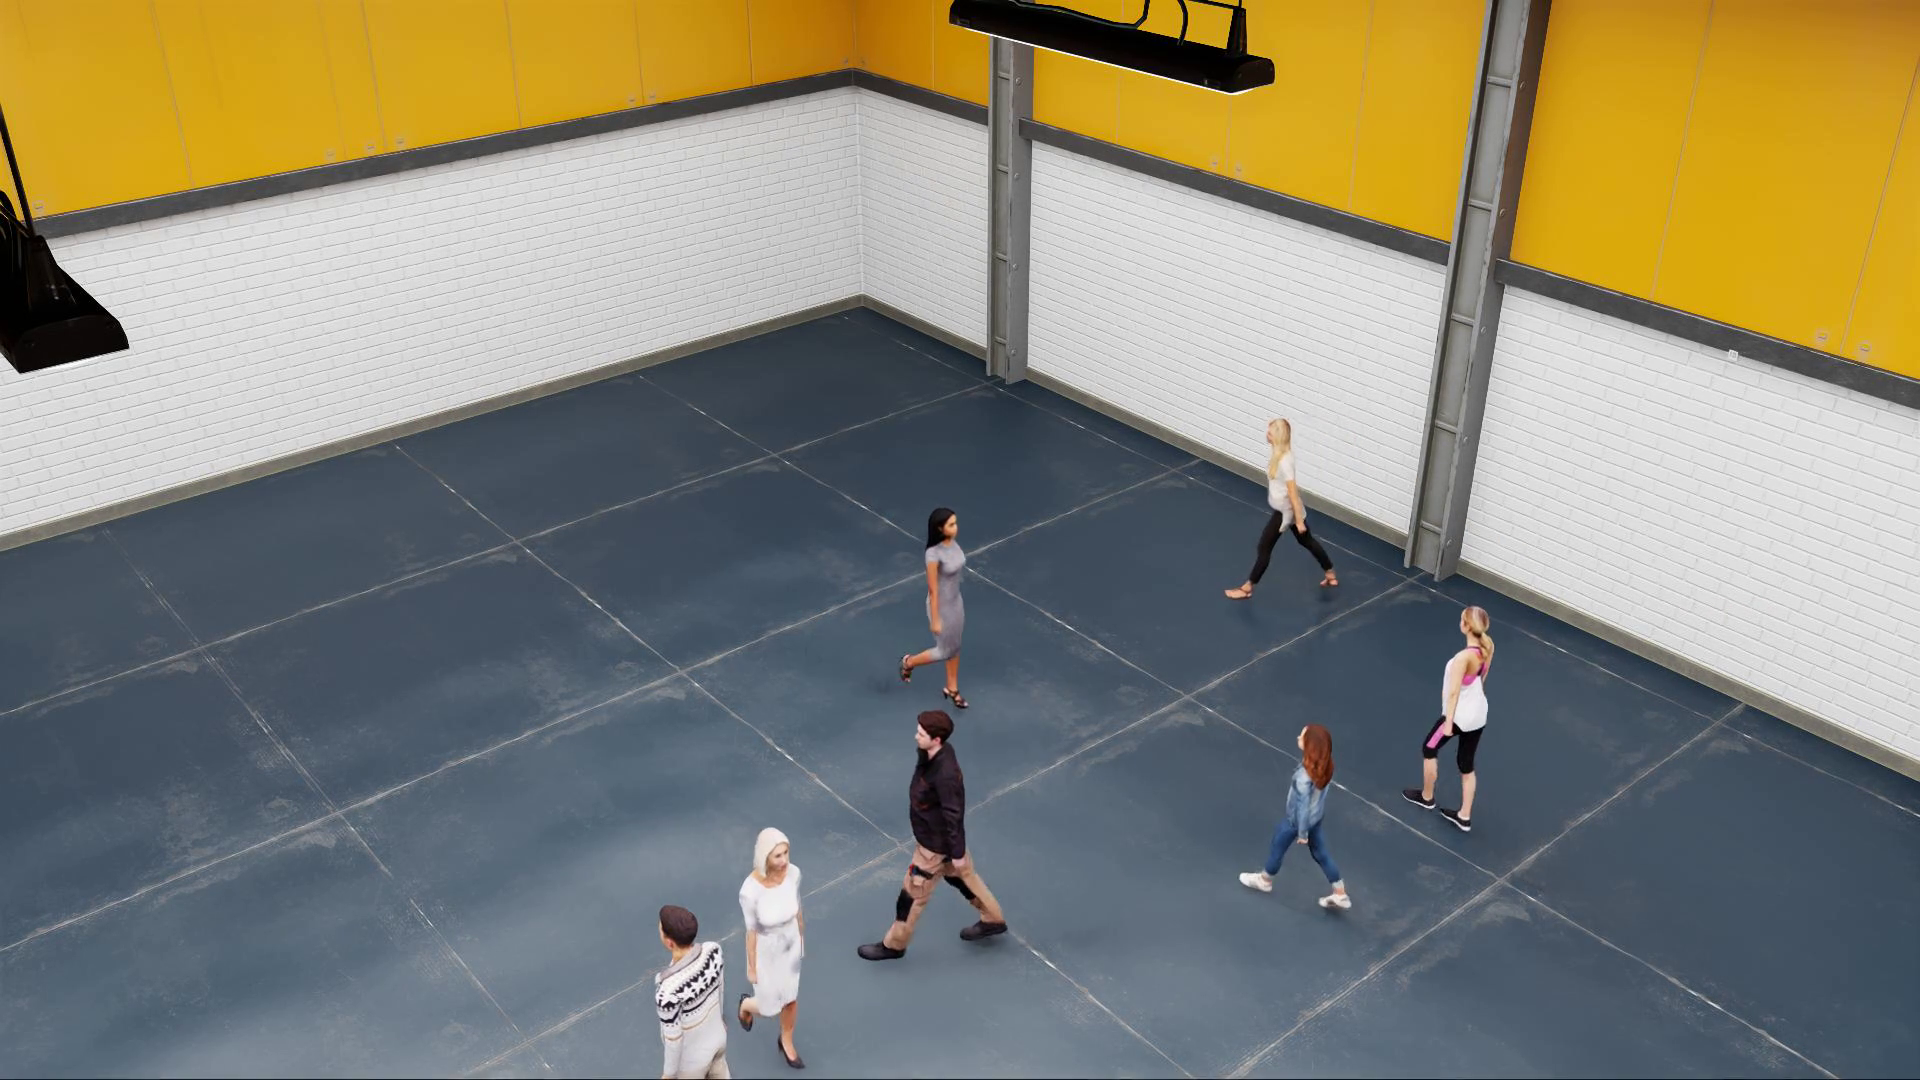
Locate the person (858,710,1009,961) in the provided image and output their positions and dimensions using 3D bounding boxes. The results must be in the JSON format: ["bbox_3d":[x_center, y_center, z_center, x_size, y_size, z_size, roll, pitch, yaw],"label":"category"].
[{"bbox_3d":[-0.049,1.895,10.628,1.180,1.878,1.289,-5,29,-9],"label":"person"}]

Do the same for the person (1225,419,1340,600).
[{"bbox_3d":[2.967,-0.230,14.644,1.287,1.763,1.212,4,29,8],"label":"person"}]

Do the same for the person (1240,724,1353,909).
[{"bbox_3d":[2.383,1.868,11.123,1.054,1.451,0.725,19,34,31],"label":"person"}]

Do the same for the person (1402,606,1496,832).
[{"bbox_3d":[3.643,1.313,11.812,0.670,1.766,0.804,-19,34,-31],"label":"person"}]

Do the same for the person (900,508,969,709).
[{"bbox_3d":[-0.202,0.547,13.214,0.943,1.769,0.778,14,32,25],"label":"person"}]

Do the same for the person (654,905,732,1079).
[{"bbox_3d":[-1.442,2.755,9.071,0.705,1.860,0.757,13,31,23],"label":"person"}]

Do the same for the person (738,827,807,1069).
[{"bbox_3d":[-1.156,2.397,9.855,0.575,1.737,0.751,-23,36,-36],"label":"person"}]
